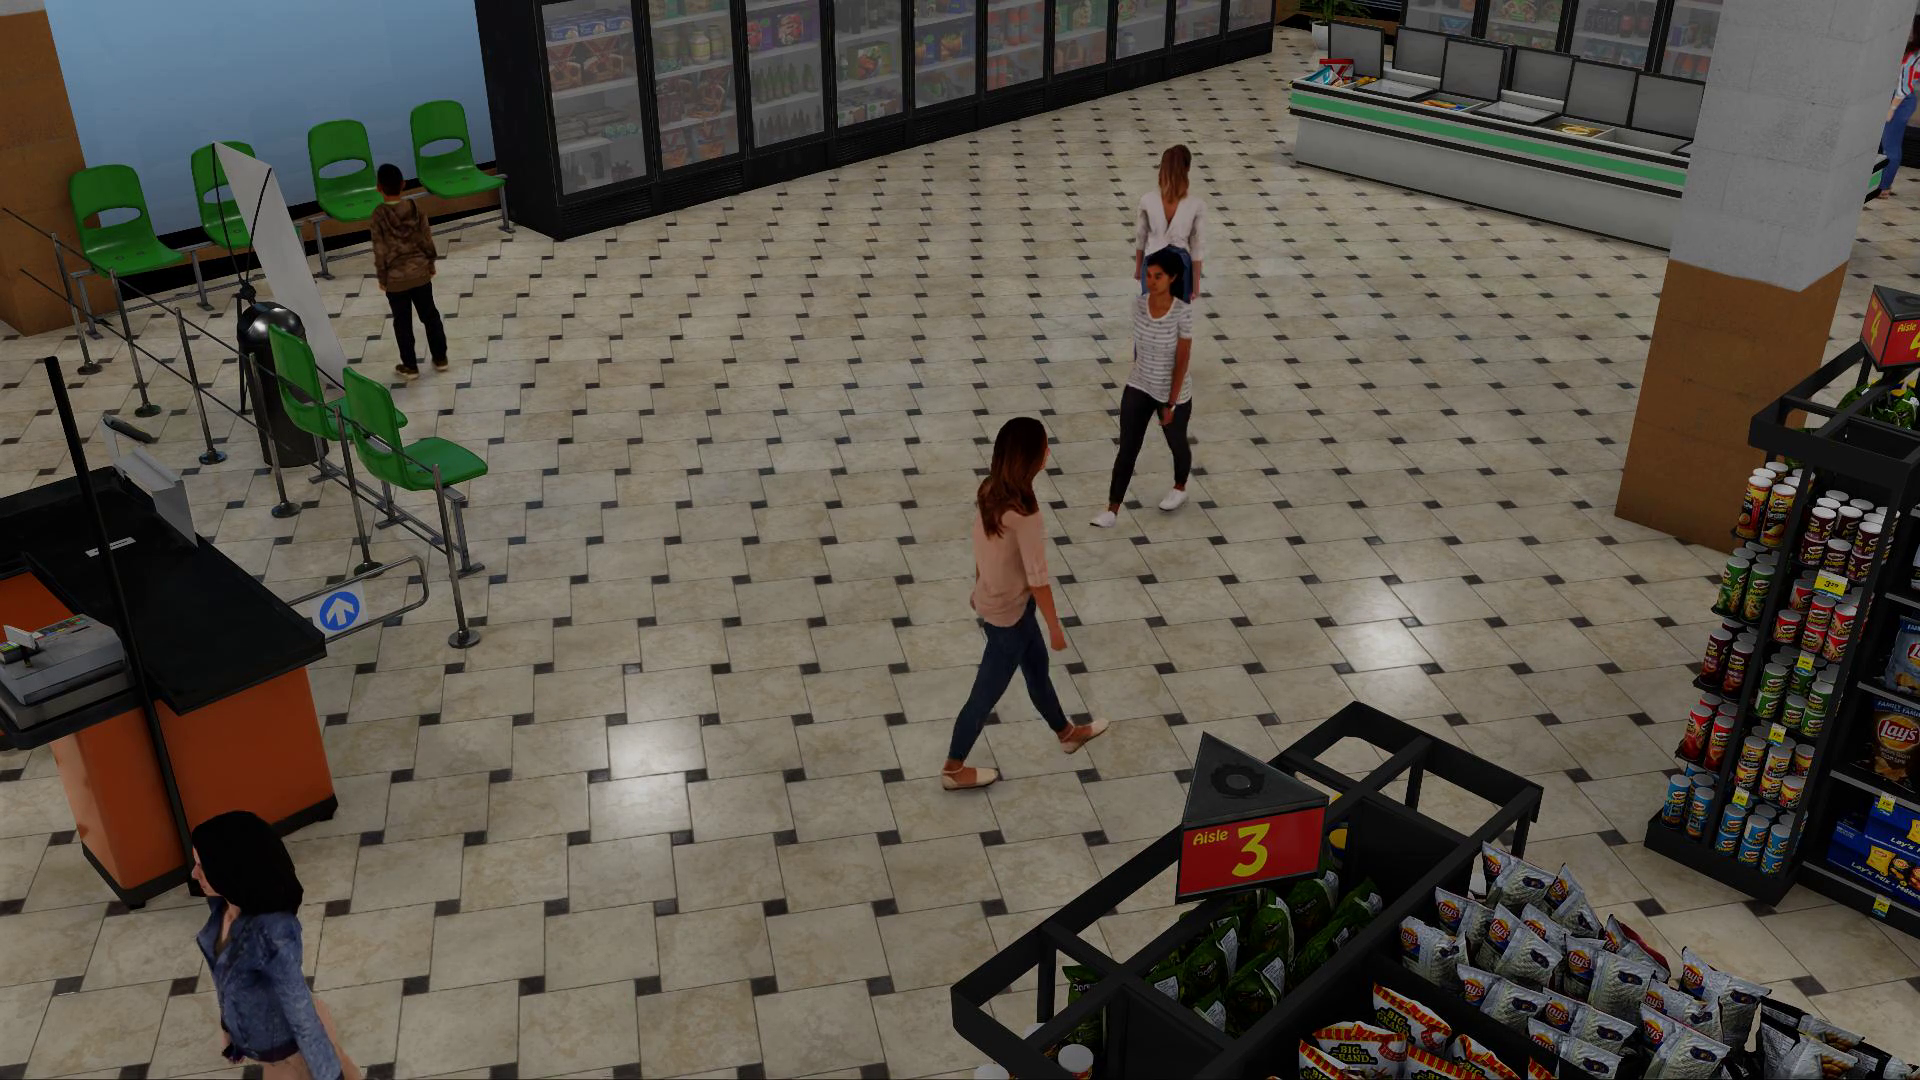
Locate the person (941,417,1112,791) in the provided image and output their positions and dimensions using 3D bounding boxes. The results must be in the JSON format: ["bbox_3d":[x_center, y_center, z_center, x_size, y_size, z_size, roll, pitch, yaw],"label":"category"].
[{"bbox_3d":[0.112,0.331,7.006,1.000,1.754,1.094,-9,30,-16],"label":"person"}]

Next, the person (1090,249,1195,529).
[{"bbox_3d":[1.167,-0.845,9.319,1.013,1.602,0.724,20,34,32],"label":"person"}]

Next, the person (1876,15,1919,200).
[{"bbox_3d":[8.402,-3.868,14.842,0.560,1.614,0.619,19,34,31],"label":"person"}]

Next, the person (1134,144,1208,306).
[{"bbox_3d":[1.319,-1.648,10.714,1.159,1.673,1.045,8,30,14],"label":"person"}]

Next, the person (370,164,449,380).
[{"bbox_3d":[-3.748,-1.817,11.252,0.600,1.454,0.581,-21,35,-33],"label":"person"}]

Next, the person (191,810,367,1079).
[{"bbox_3d":[-1.856,1.504,4.893,0.863,1.720,1.165,-17,33,-28],"label":"person"}]
